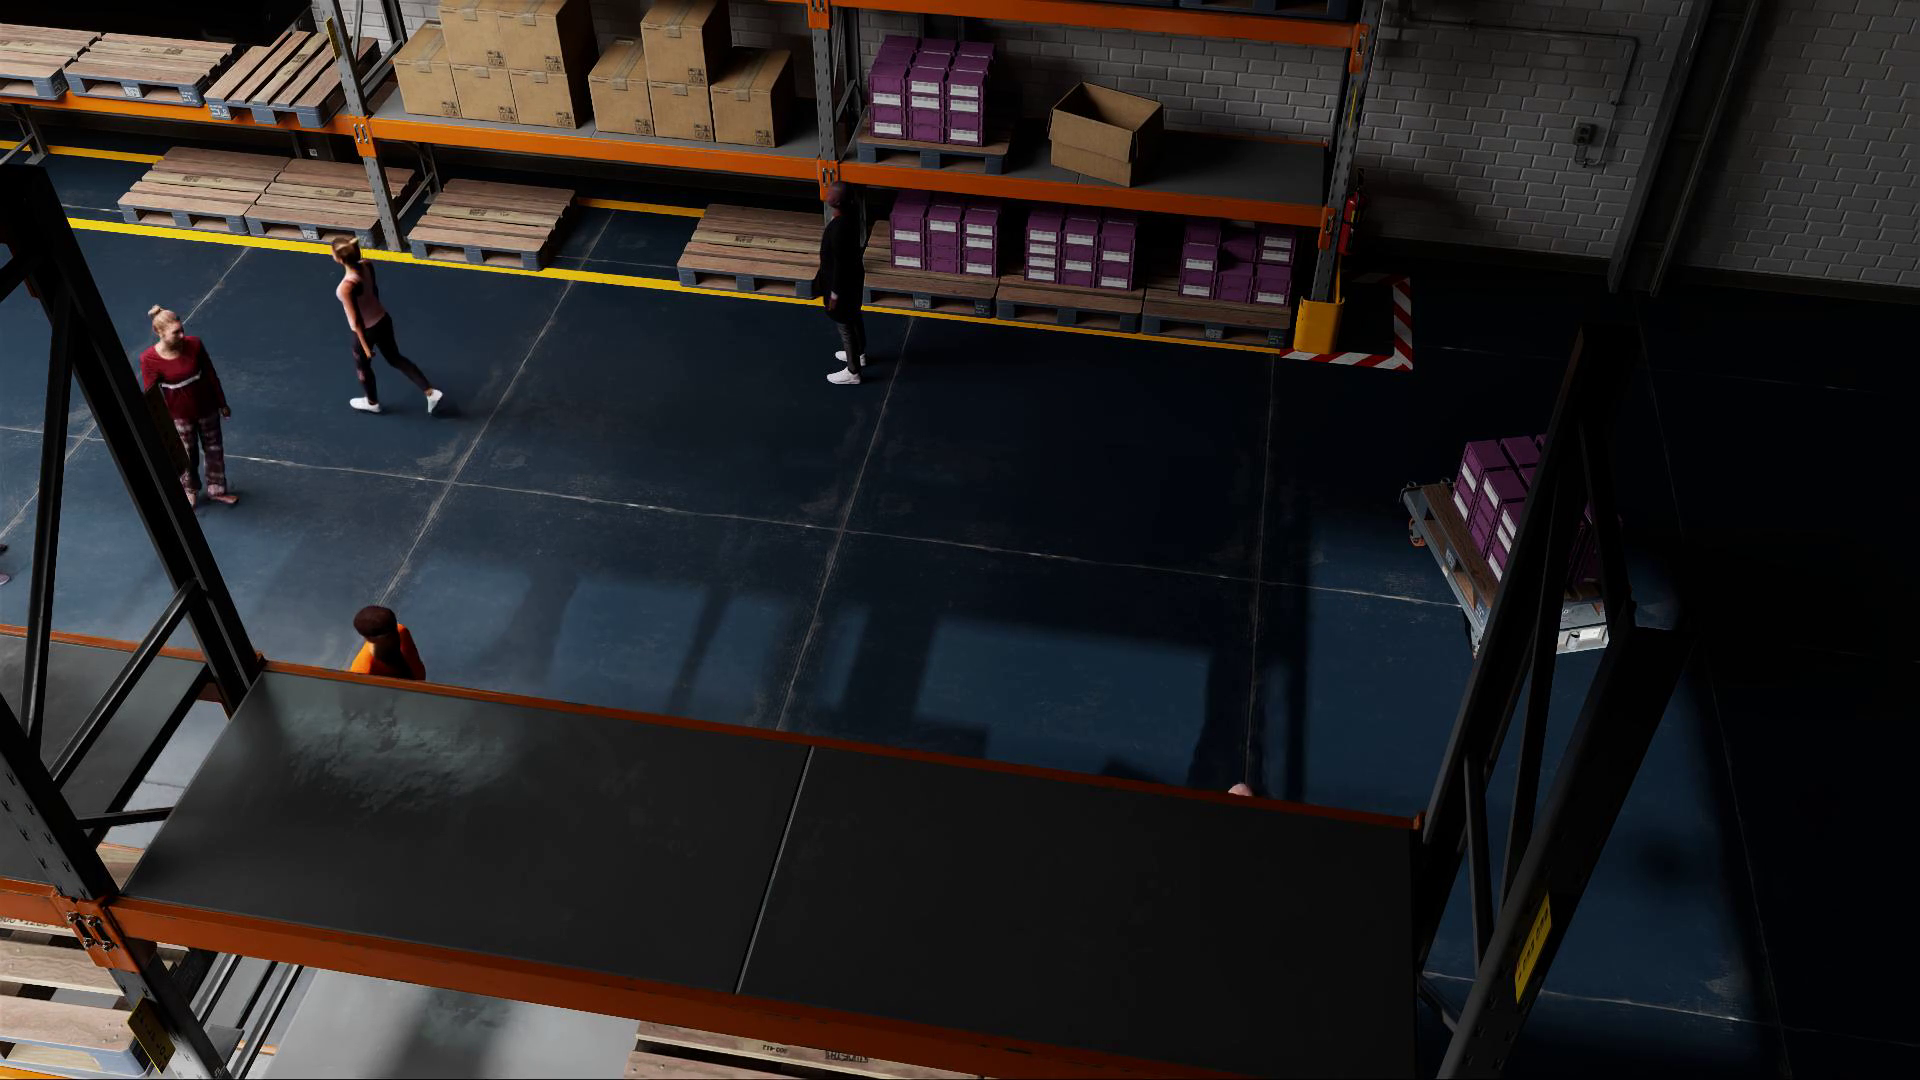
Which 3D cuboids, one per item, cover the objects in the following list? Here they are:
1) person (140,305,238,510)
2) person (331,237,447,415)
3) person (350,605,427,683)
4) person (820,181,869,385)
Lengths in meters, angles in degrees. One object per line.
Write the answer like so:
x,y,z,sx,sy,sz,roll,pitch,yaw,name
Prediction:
-5.458,-0.907,11.727,0.789,1.693,0.808,-30,51,-27,person
-4.343,-1.581,12.490,1.057,1.617,0.687,14,45,15,person
-3.303,1.041,9.582,1.228,1.831,0.768,11,45,11,person
-0.873,-1.994,12.818,0.538,1.762,0.643,8,44,8,person
